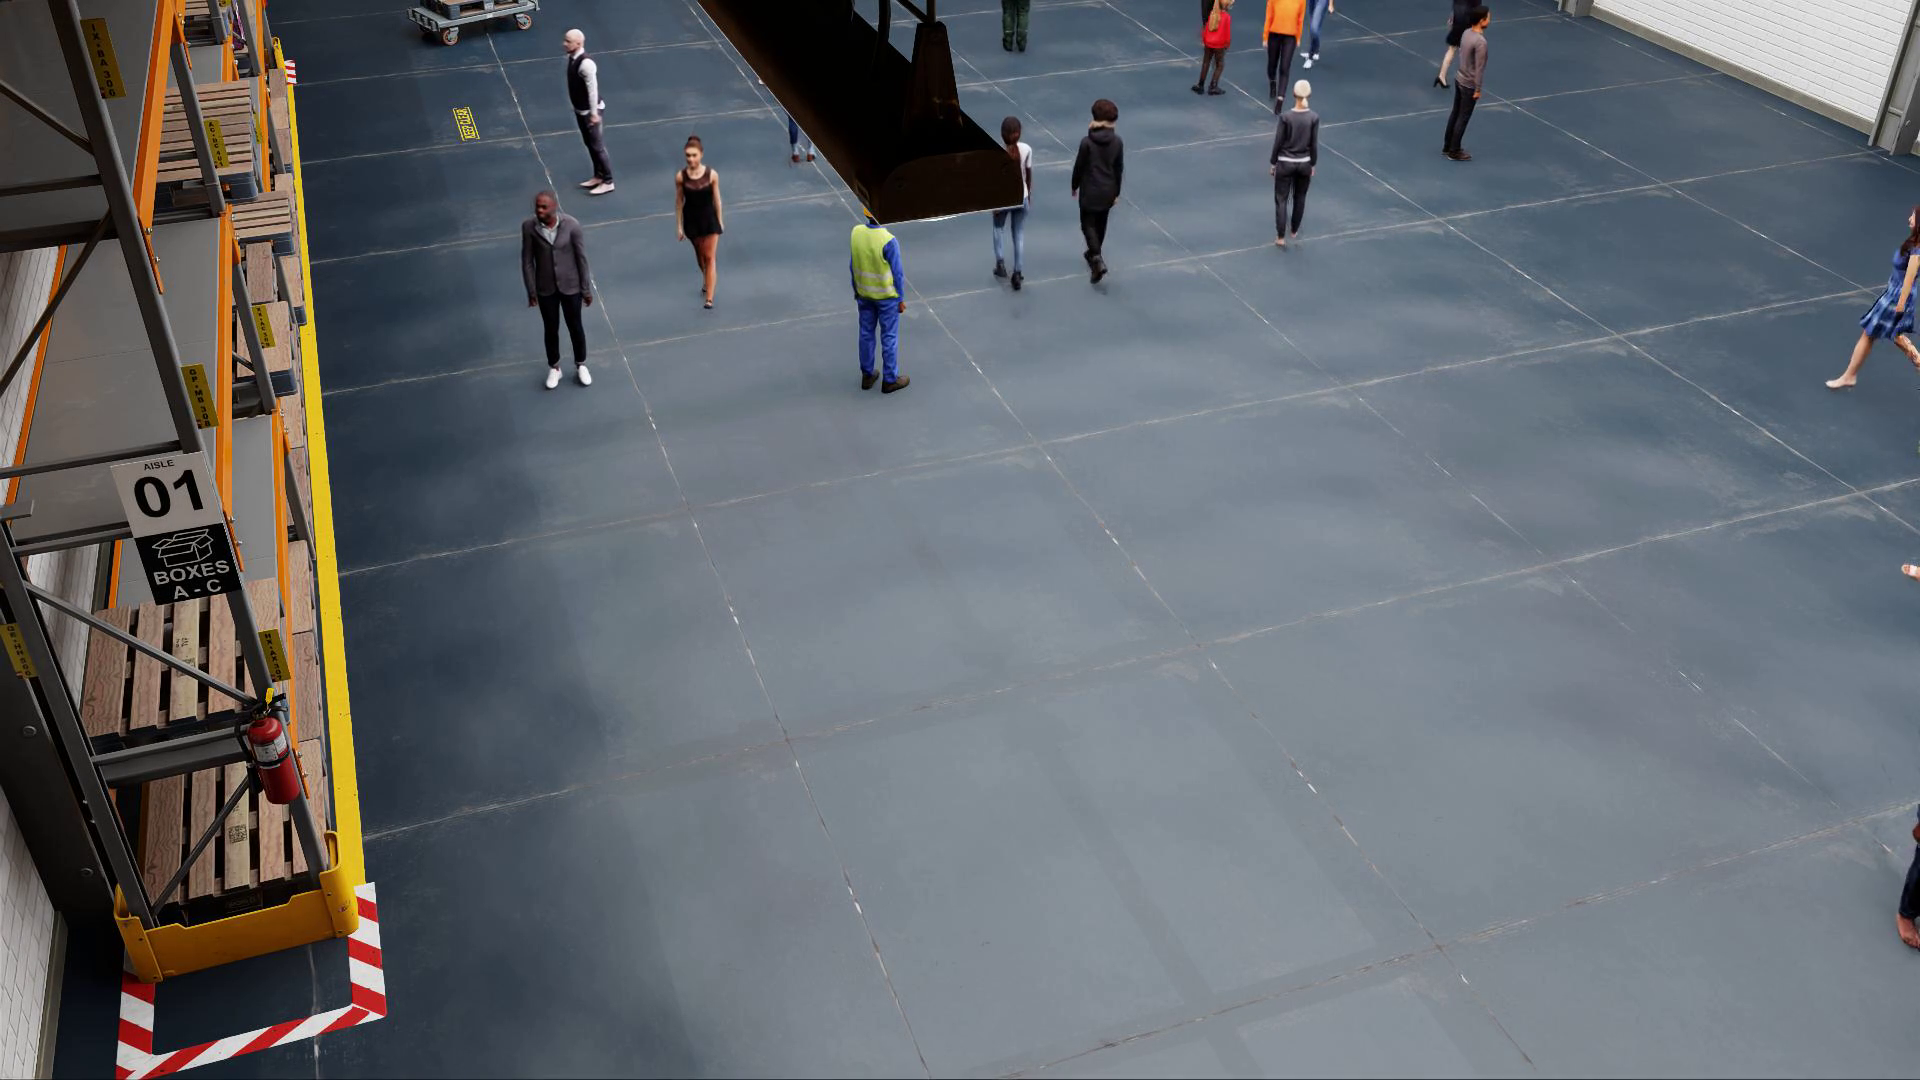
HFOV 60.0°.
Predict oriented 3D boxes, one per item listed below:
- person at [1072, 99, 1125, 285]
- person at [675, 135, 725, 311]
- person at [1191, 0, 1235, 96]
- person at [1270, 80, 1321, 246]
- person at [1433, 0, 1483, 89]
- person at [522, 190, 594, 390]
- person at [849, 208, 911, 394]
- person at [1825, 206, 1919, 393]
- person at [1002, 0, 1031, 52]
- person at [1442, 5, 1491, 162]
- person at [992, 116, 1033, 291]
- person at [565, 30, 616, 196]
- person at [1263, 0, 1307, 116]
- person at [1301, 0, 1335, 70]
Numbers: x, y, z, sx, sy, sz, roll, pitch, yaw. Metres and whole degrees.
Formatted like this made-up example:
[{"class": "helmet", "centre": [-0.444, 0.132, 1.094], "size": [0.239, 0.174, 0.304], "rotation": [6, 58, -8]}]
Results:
[{"class": "person", "centre": [1.380, -3.411, 16.426], "size": [0.715, 1.746, 1.117], "rotation": [-10, 35, -15]}, {"class": "person", "centre": [-2.487, -3.094, 16.050], "size": [0.847, 1.635, 1.144], "rotation": [0, 34, 1]}, {"class": "person", "centre": [3.231, -6.341, 21.268], "size": [0.612, 1.266, 0.758], "rotation": [17, 37, 23]}, {"class": "person", "centre": [3.445, -3.881, 17.147], "size": [0.791, 1.730, 0.897], "rotation": [1, 34, 2]}, {"class": "person", "centre": [6.358, -6.614, 21.262], "size": [0.717, 1.727, 0.878], "rotation": [-8, 34, -11]}, {"class": "person", "centre": [-3.516, -2.217, 14.567], "size": [0.767, 1.815, 0.666], "rotation": [-4, 34, -6]}, {"class": "person", "centre": [-0.721, -2.155, 14.476], "size": [0.738, 1.813, 0.814], "rotation": [17, 37, 24]}, {"class": "person", "centre": [8.121, -2.010, 14.282], "size": [1.171, 1.786, 1.022], "rotation": [21, 39, 28]}, {"class": "person", "centre": [0.774, -7.578, 22.613], "size": [0.754, 1.837, 0.755], "rotation": [0, 34, 1]}, {"class": "person", "centre": [5.863, -5.288, 19.233], "size": [0.735, 1.765, 0.522], "rotation": [-28, 43, -35]}, {"class": "person", "centre": [0.520, -3.260, 16.237], "size": [0.667, 1.704, 0.744], "rotation": [-4, 34, -6]}, {"class": "person", "centre": [-4.091, -4.724, 18.335], "size": [0.786, 1.819, 0.591], "rotation": [-19, 38, -26]}, {"class": "person", "centre": [4.010, -6.244, 20.720], "size": [1.009, 1.711, 1.209], "rotation": [7, 34, 10]}, {"class": "person", "centre": [4.786, -7.175, 22.129], "size": [0.883, 1.702, 0.797], "rotation": [-15, 36, -21]}]
